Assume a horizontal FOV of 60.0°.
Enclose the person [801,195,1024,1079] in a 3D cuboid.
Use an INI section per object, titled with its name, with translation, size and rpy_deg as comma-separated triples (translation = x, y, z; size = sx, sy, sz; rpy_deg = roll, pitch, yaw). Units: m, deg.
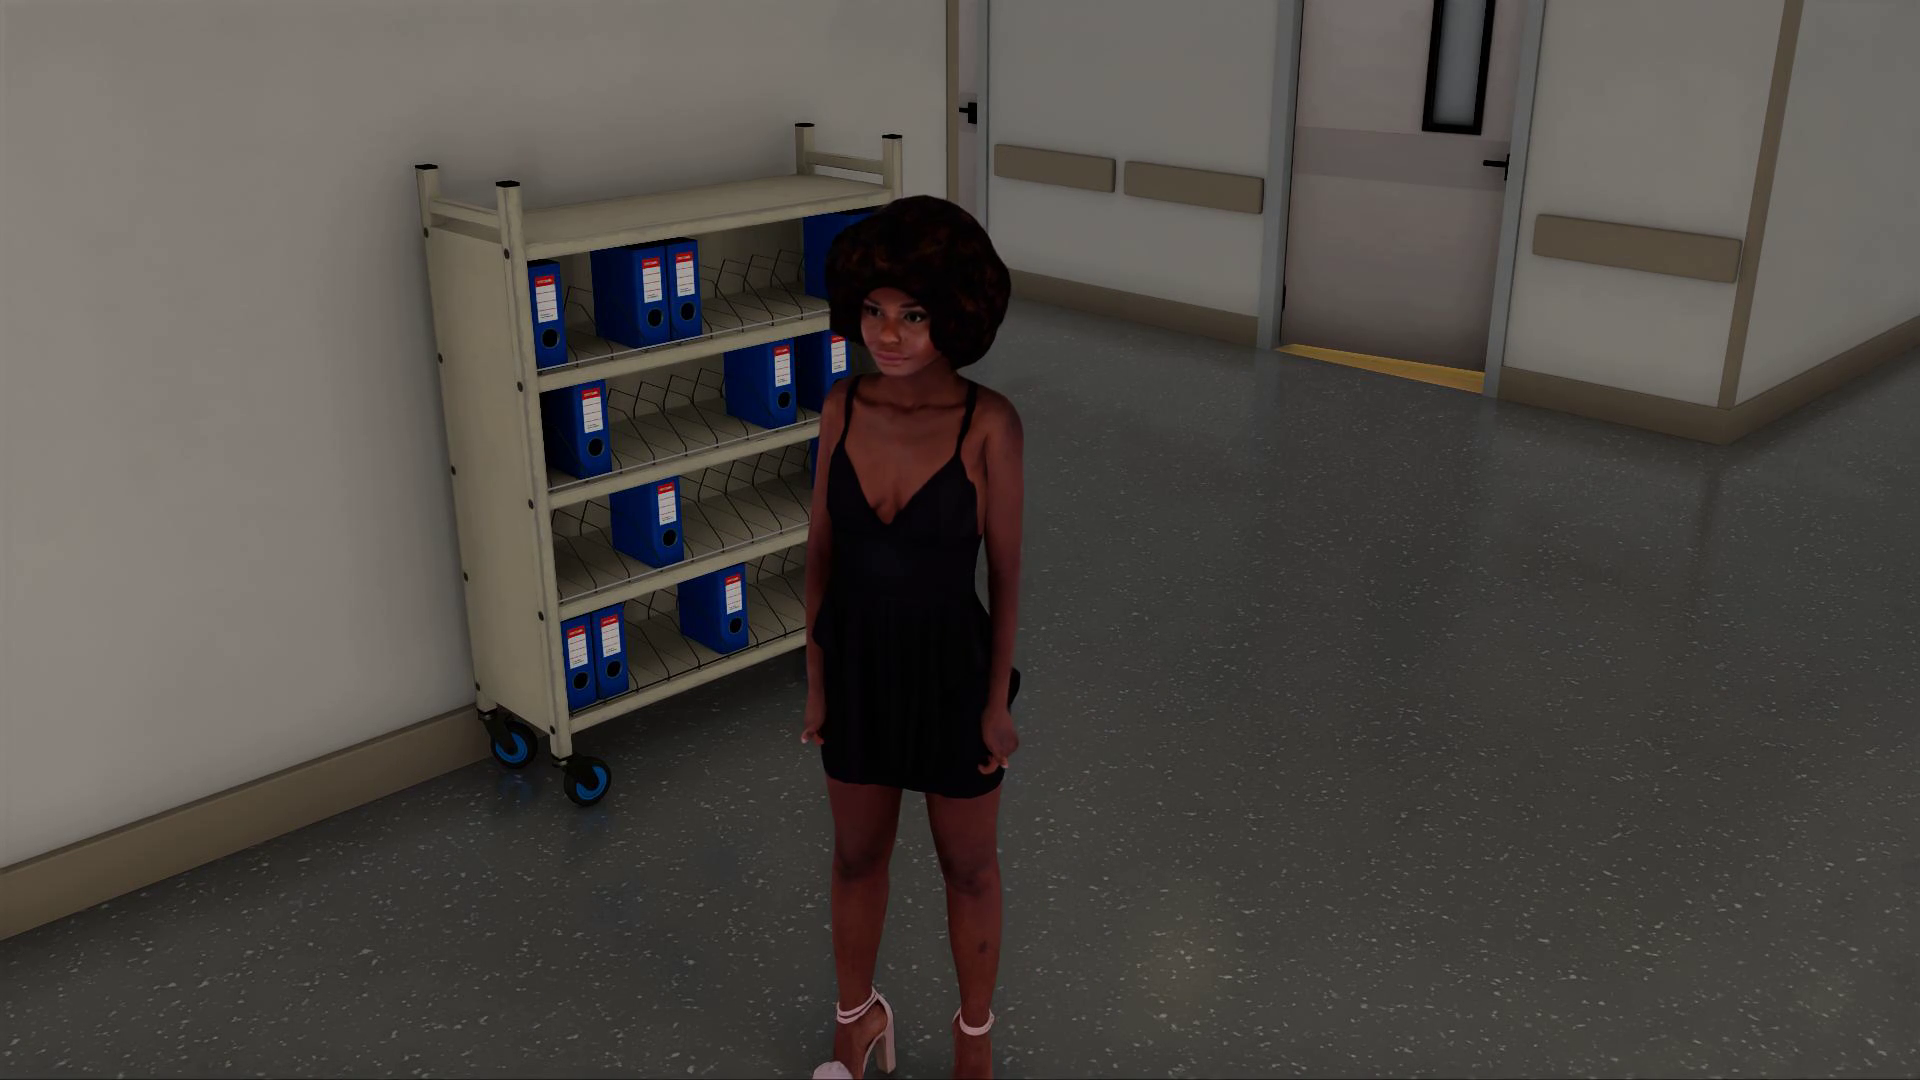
[person]
translation = -0.083, 0.276, 2.997
size = 0.657, 1.788, 0.686
rpy_deg = 6, 22, 15
